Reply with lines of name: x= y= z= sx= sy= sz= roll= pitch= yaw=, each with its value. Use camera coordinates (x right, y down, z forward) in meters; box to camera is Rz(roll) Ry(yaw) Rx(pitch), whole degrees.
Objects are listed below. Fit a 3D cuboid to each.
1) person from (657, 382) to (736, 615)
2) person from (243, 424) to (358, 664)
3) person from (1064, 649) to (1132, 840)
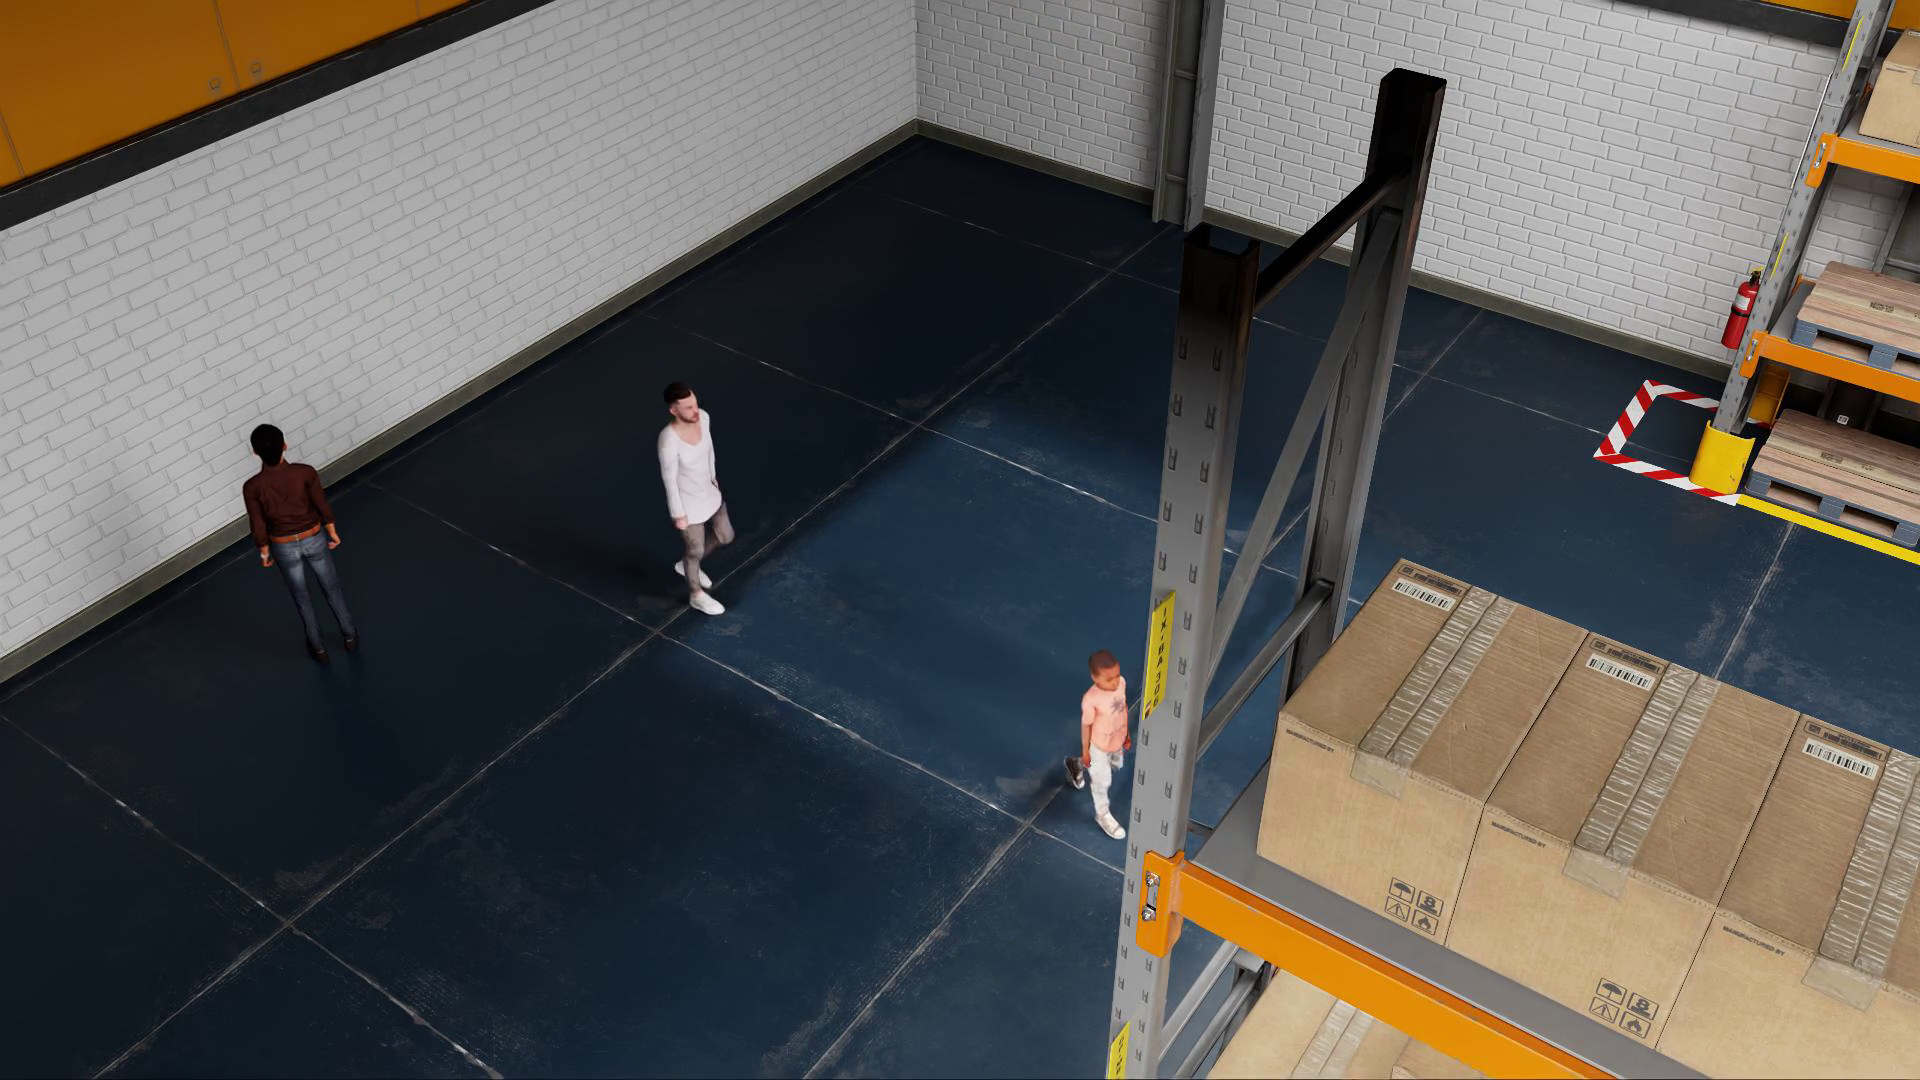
person: x=-1.819 y=-0.303 z=10.947 sx=0.741 sy=1.831 sz=0.734 roll=17 pitch=42 yaw=20
person: x=-4.201 y=0.025 z=10.577 sx=0.719 sy=1.780 sz=0.668 roll=-21 pitch=43 yaw=-24
person: x=0.796 y=1.110 z=9.601 sx=0.588 sy=1.302 sz=0.826 roll=-29 pitch=47 yaw=-31
